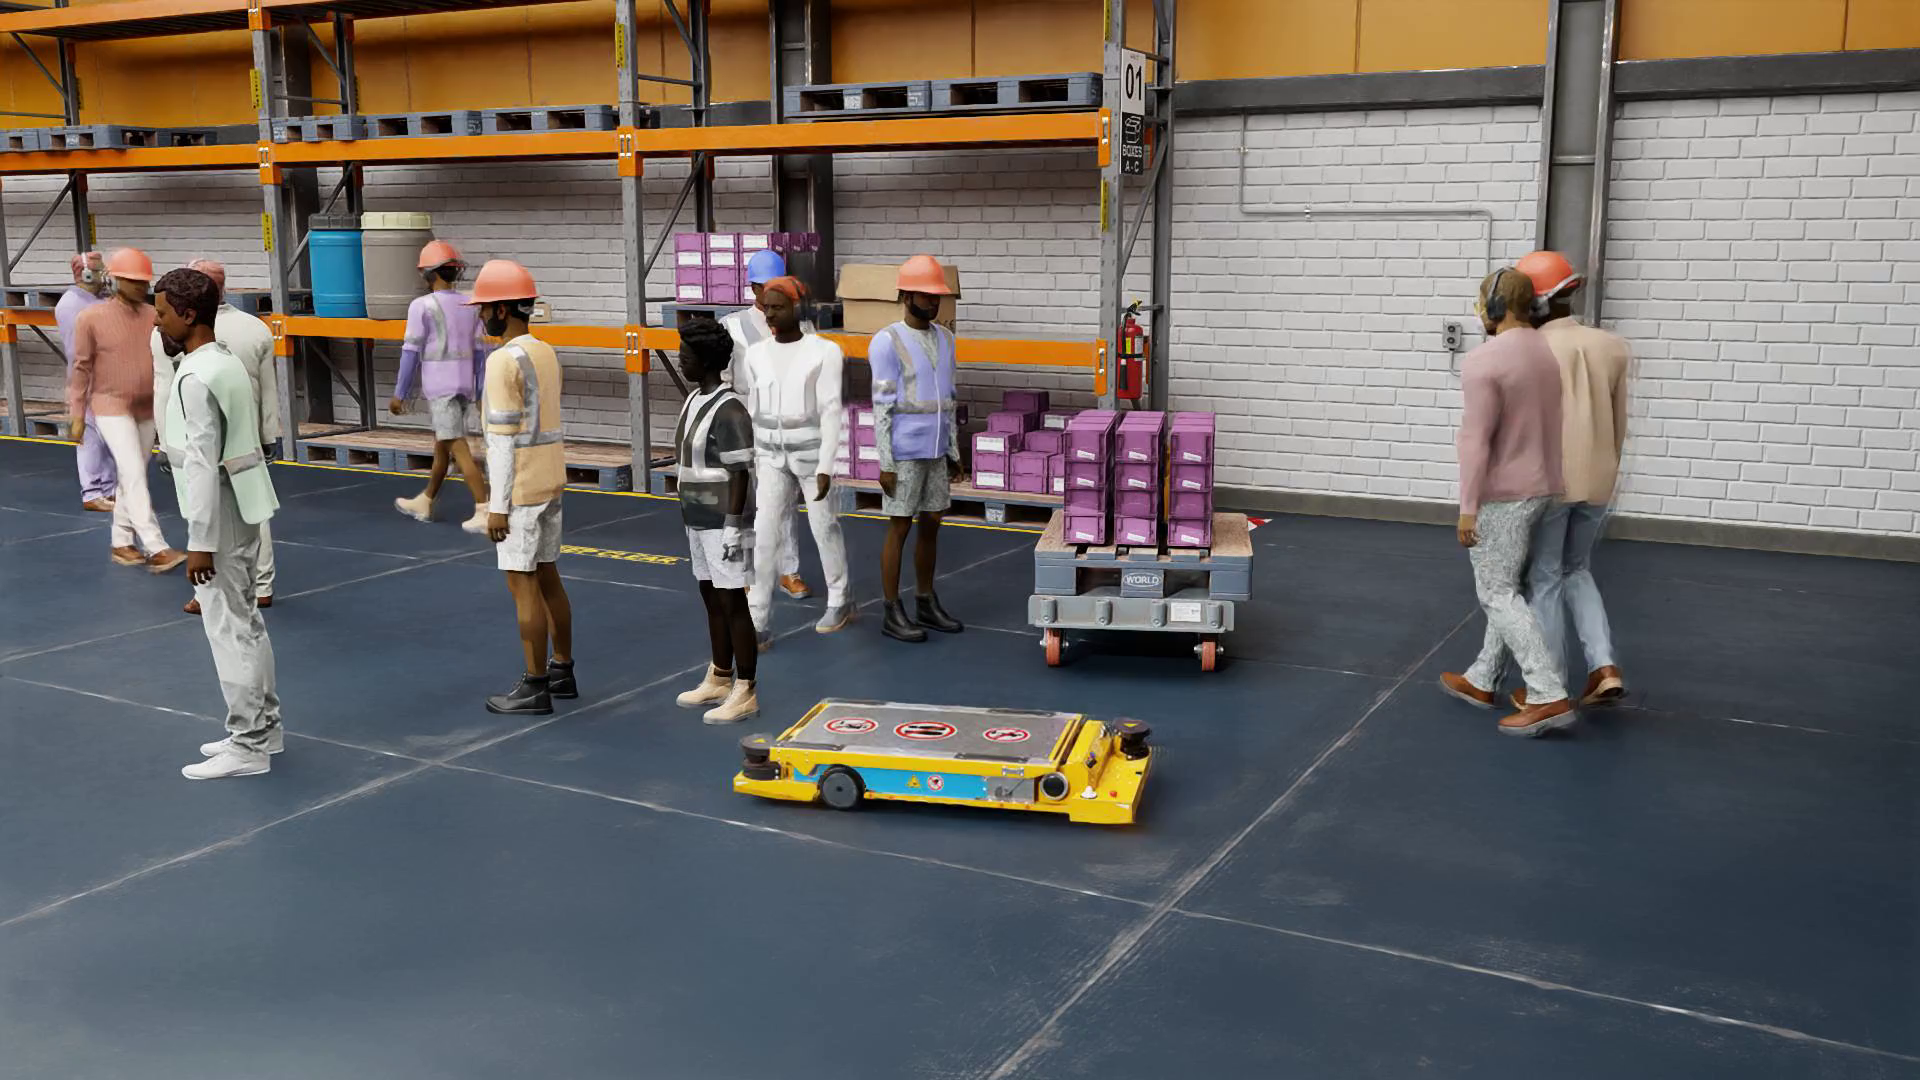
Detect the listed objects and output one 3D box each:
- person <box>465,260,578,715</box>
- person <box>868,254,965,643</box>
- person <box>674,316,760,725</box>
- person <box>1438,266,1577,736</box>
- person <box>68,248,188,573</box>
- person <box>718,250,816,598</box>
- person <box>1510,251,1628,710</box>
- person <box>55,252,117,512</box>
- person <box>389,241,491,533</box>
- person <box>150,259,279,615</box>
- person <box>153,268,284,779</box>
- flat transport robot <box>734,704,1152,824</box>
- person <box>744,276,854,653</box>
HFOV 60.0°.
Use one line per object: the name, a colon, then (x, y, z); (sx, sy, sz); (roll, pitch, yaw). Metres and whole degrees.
person: (-1.877, -0.216, 7.085); (0.388, 1.929, 0.539); (1, 10, 7)
person: (-0.197, -0.456, 8.365); (0.368, 1.938, 0.543); (9, 14, 42)
person: (-1.026, -0.083, 6.959); (0.317, 1.698, 0.540); (-6, 12, -28)
person: (2.302, -0.173, 6.907); (0.650, 1.916, 0.706); (-7, 12, -34)
person: (-4.944, -0.772, 10.057); (0.958, 1.942, 0.625); (6, 12, 31)
person: (-1.072, -0.627, 9.267); (0.601, 1.948, 0.386); (-5, 11, -24)
person: (2.497, -0.221, 6.996); (0.642, 1.960, 0.520); (-3, 11, -16)
person: (-6.389, -1.171, 12.352); (0.409, 1.909, 0.652); (-1, 10, -6)
person: (-3.585, -1.054, 11.500); (1.052, 1.987, 0.611); (5, 11, 25)
person: (-4.000, -0.548, 8.944); (0.408, 1.905, 0.654); (10, 14, 44)
person: (-2.778, -0.057, 6.273); (0.391, 1.908, 0.585); (-3, 11, -17)
flat transport robot: (-0.044, 0.790, 6.095); (1.431, 0.197, 0.652); (2, 11, 12)
person: (-0.825, -0.381, 8.245); (0.577, 1.834, 0.989); (4, 11, 21)
